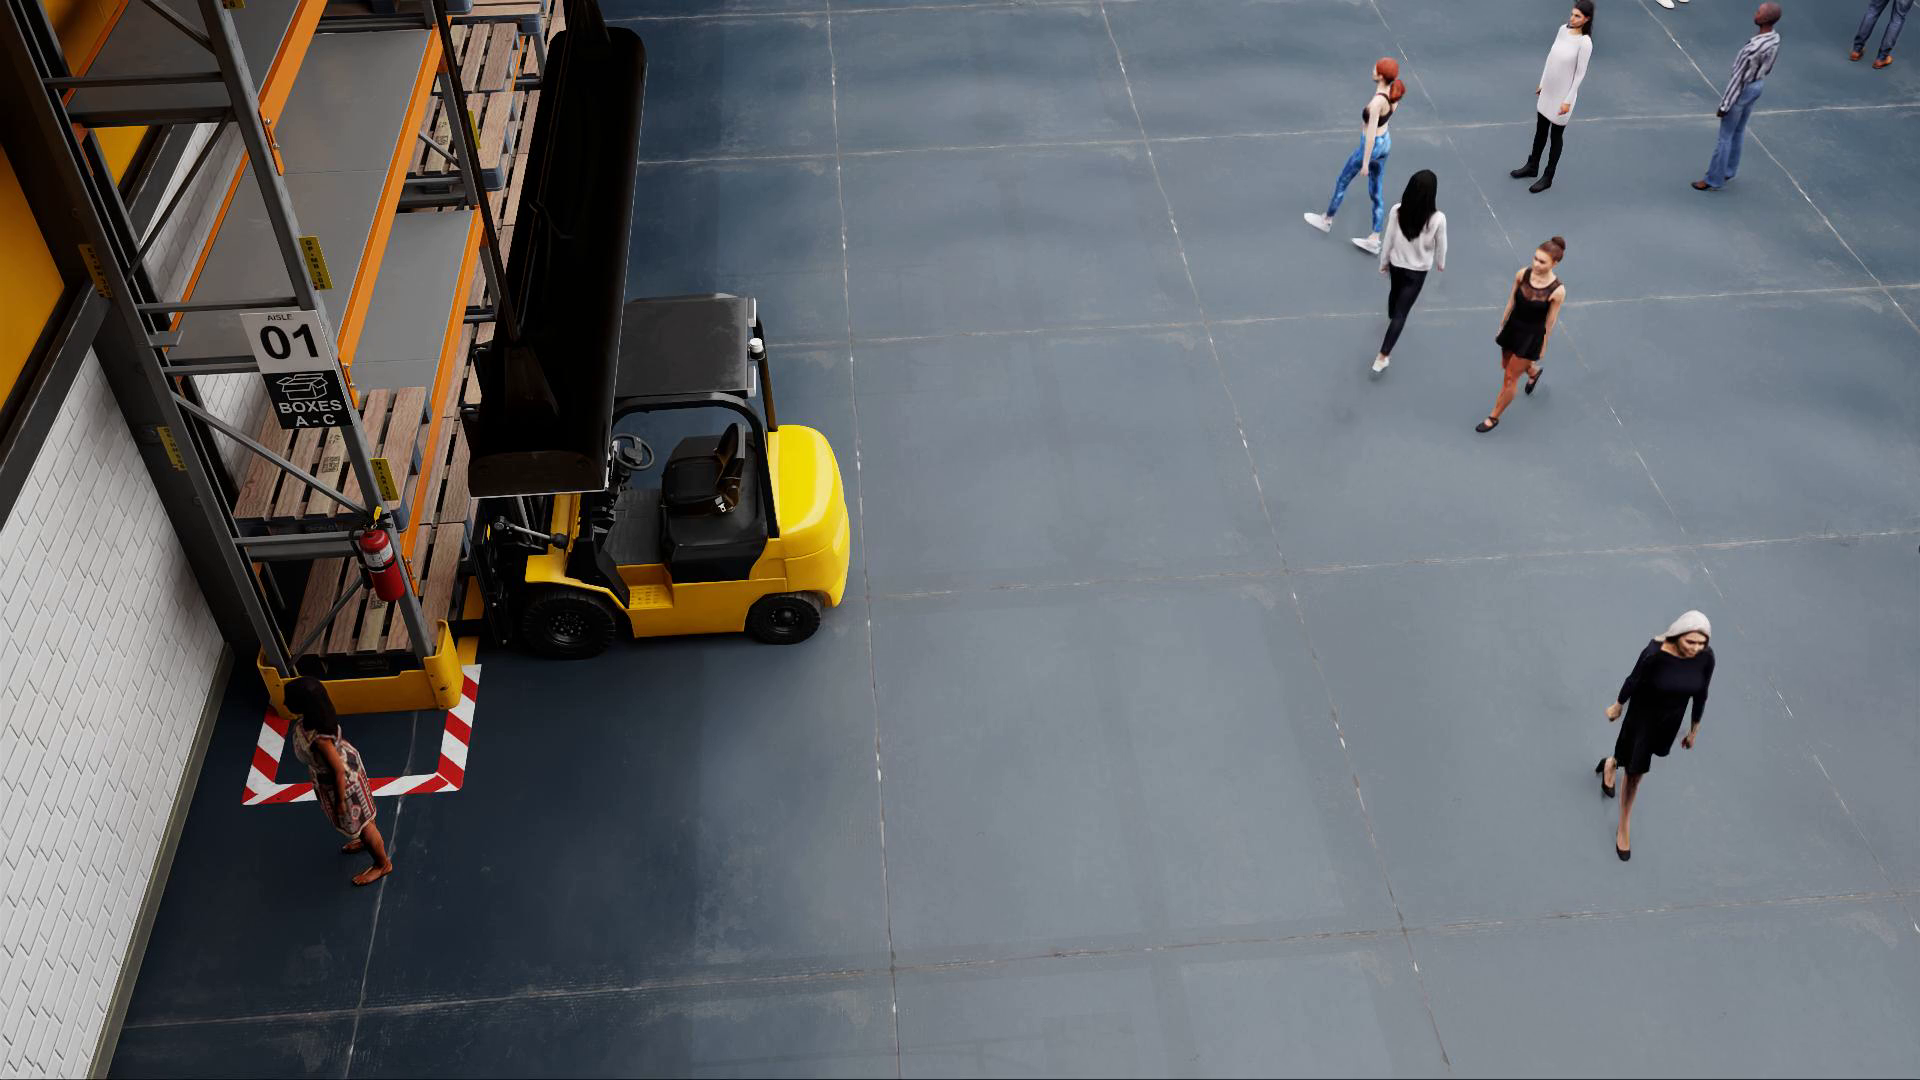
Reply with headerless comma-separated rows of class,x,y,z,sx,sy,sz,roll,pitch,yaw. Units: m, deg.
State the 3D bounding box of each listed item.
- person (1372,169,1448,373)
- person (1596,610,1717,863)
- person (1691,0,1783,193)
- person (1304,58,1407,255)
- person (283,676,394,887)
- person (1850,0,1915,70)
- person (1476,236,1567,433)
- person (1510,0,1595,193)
person,3.512,-2.096,13.124,1.067,1.657,1.203,24,48,23
person,4.069,0.992,9.837,0.650,1.719,0.981,-1,44,-1
person,7.082,-3.992,15.015,0.694,1.793,0.728,-34,53,-31
person,3.605,-3.254,14.269,1.069,1.754,0.974,34,53,30
person,-3.550,1.349,9.516,0.776,1.645,0.604,-19,47,-19
person,9.504,-5.696,16.784,0.776,1.821,0.835,30,51,28
person,4.336,-1.577,12.581,0.944,1.653,1.002,-27,50,-26
person,5.426,-4.029,15.043,0.725,1.808,0.570,-15,46,-15
